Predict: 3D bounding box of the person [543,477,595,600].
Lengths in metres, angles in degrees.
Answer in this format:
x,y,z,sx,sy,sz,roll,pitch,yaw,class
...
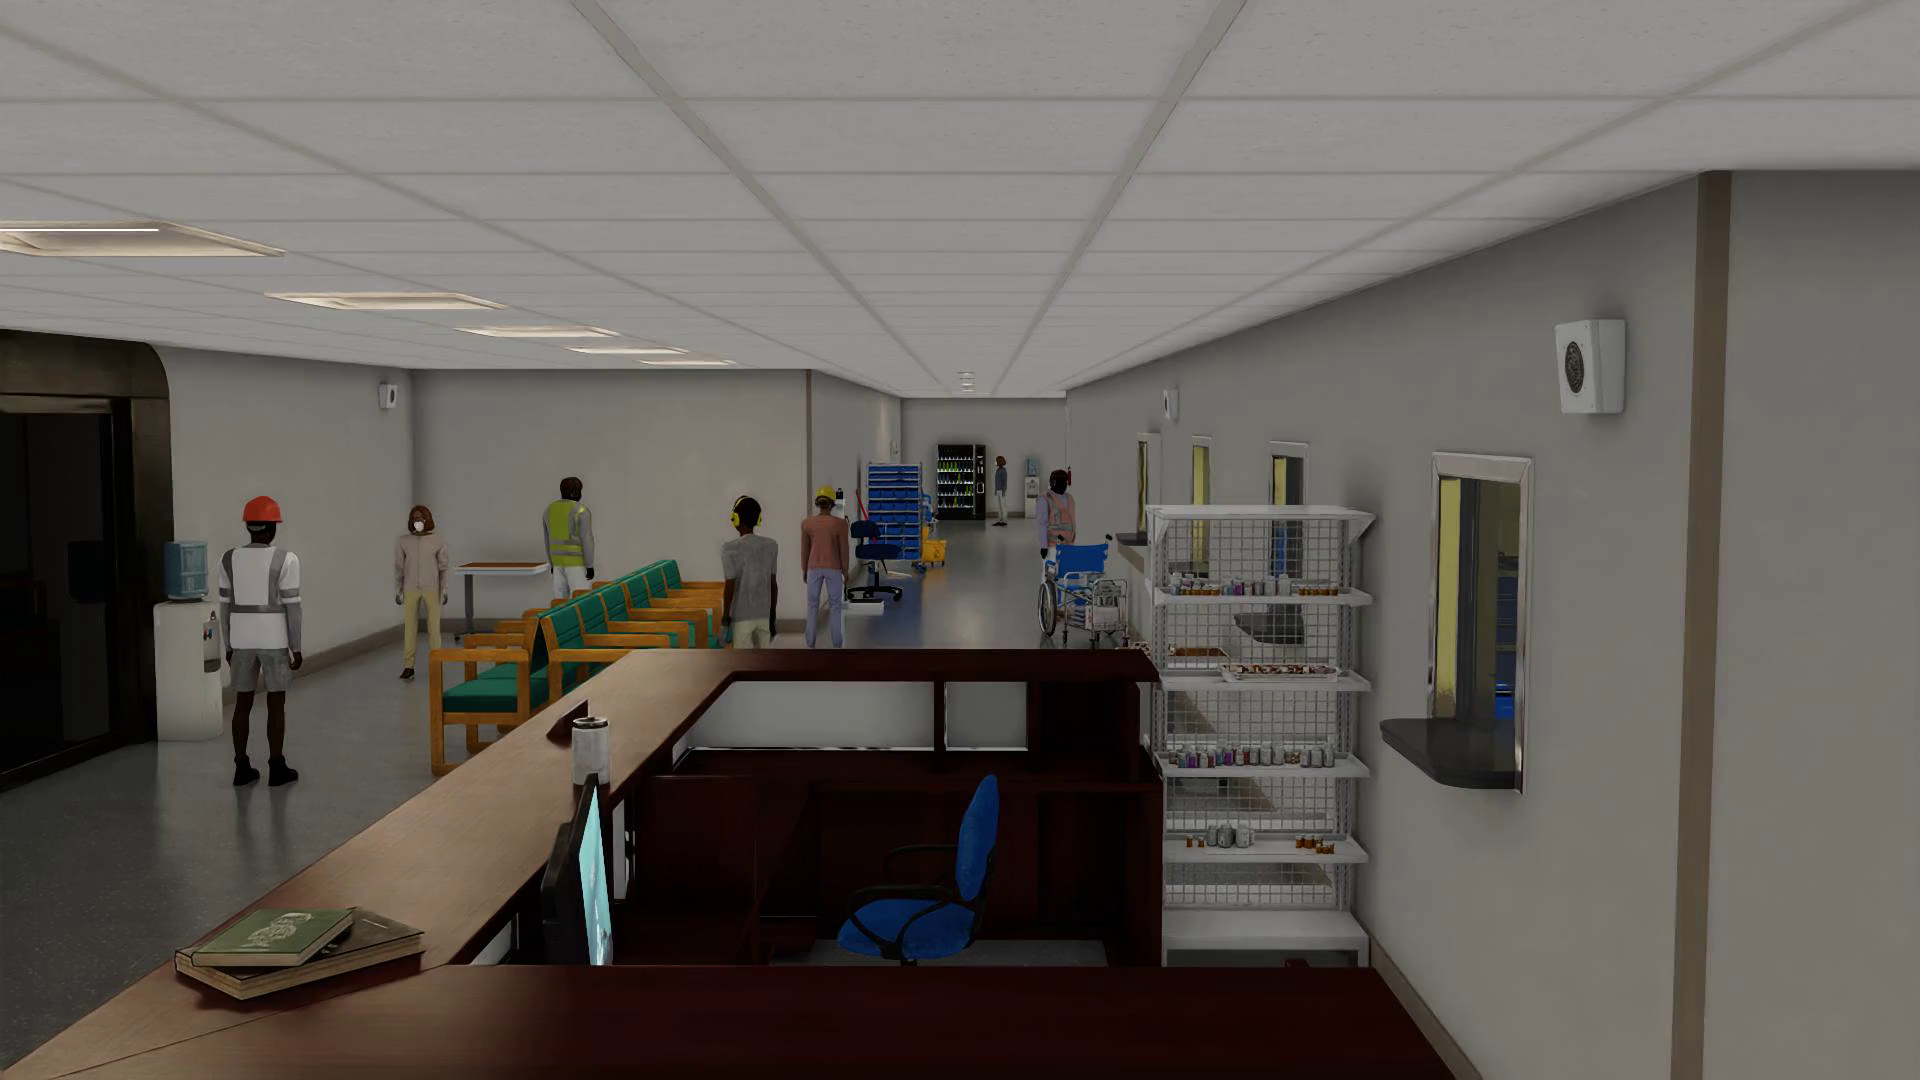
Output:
x,y,z,sx,sy,sz,roll,pitch,yaw,class
-4.078,0.255,17.491,0.626,1.844,0.429,2,5,29,person

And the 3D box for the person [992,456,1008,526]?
x,y,z,sx,sy,sz,roll,pitch,yaw,class
0.933,-1.125,38.278,0.281,1.634,0.498,-2,4,-20,person

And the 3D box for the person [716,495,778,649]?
x,y,z,sx,sy,sz,roll,pitch,yaw,class
-1.577,0.605,12.366,0.520,1.874,0.332,-3,5,-40,person

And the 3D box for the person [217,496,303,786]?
x,y,z,sx,sy,sz,roll,pitch,yaw,class
-4.641,0.671,11.085,0.546,1.929,0.392,0,4,2,person

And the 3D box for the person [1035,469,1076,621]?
x,y,z,sx,sy,sz,roll,pitch,yaw,class
1.196,0.062,20.206,0.429,1.840,0.636,4,5,42,person

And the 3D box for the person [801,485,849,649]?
x,y,z,sx,sy,sz,roll,pitch,yaw,class
-1.396,0.314,17.261,0.522,1.758,0.349,1,4,11,person

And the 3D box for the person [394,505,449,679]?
x,y,z,sx,sy,sz,roll,pitch,yaw,class
-5.056,0.490,15.624,0.497,1.633,0.284,-1,4,-10,person
